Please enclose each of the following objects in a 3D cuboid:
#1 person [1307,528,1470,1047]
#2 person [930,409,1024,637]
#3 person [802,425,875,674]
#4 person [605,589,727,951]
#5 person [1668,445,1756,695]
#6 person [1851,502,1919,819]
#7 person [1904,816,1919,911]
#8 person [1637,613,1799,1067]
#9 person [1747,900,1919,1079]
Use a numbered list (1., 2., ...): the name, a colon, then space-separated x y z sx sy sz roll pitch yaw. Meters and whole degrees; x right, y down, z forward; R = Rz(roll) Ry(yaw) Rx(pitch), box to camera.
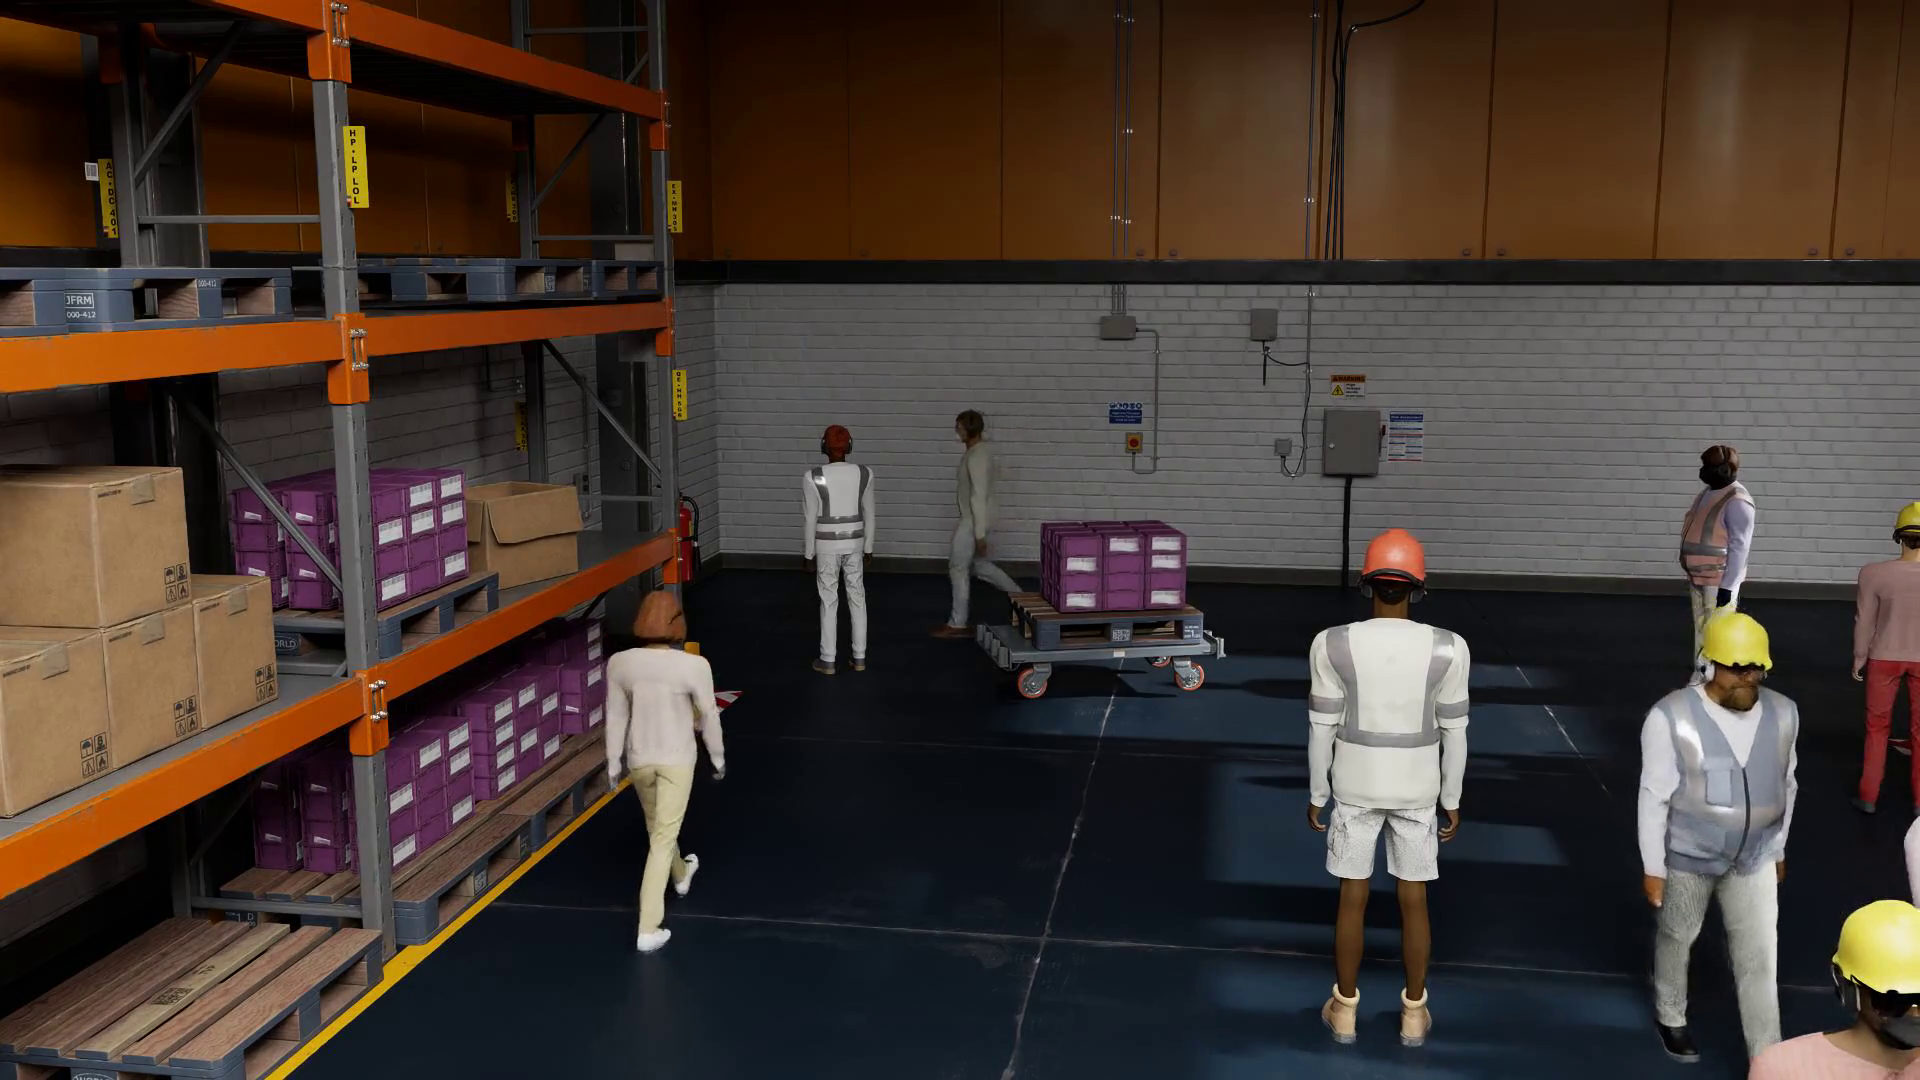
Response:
1. person: 1.658 0.970 6.510 0.607 2.044 0.379 1 9 9
2. person: 0.204 -0.130 13.708 0.820 1.914 0.632 1 9 8
3. person: -0.915 0.072 12.543 0.576 1.882 0.355 -4 10 -24
4. person: -1.339 1.008 7.662 0.510 1.582 0.898 2 9 13
5. person: 5.193 0.263 11.488 0.430 1.845 0.619 1 9 3
6. person: 5.223 0.671 9.207 0.525 1.769 0.314 4 10 21
7. person: 2.938 1.371 4.601 0.667 1.864 0.958 -2 10 -15
8. person: 2.804 1.163 6.083 0.625 1.786 0.900 0 9 1
9. person: 1.882 1.598 3.484 0.524 1.770 0.315 0 9 -1
